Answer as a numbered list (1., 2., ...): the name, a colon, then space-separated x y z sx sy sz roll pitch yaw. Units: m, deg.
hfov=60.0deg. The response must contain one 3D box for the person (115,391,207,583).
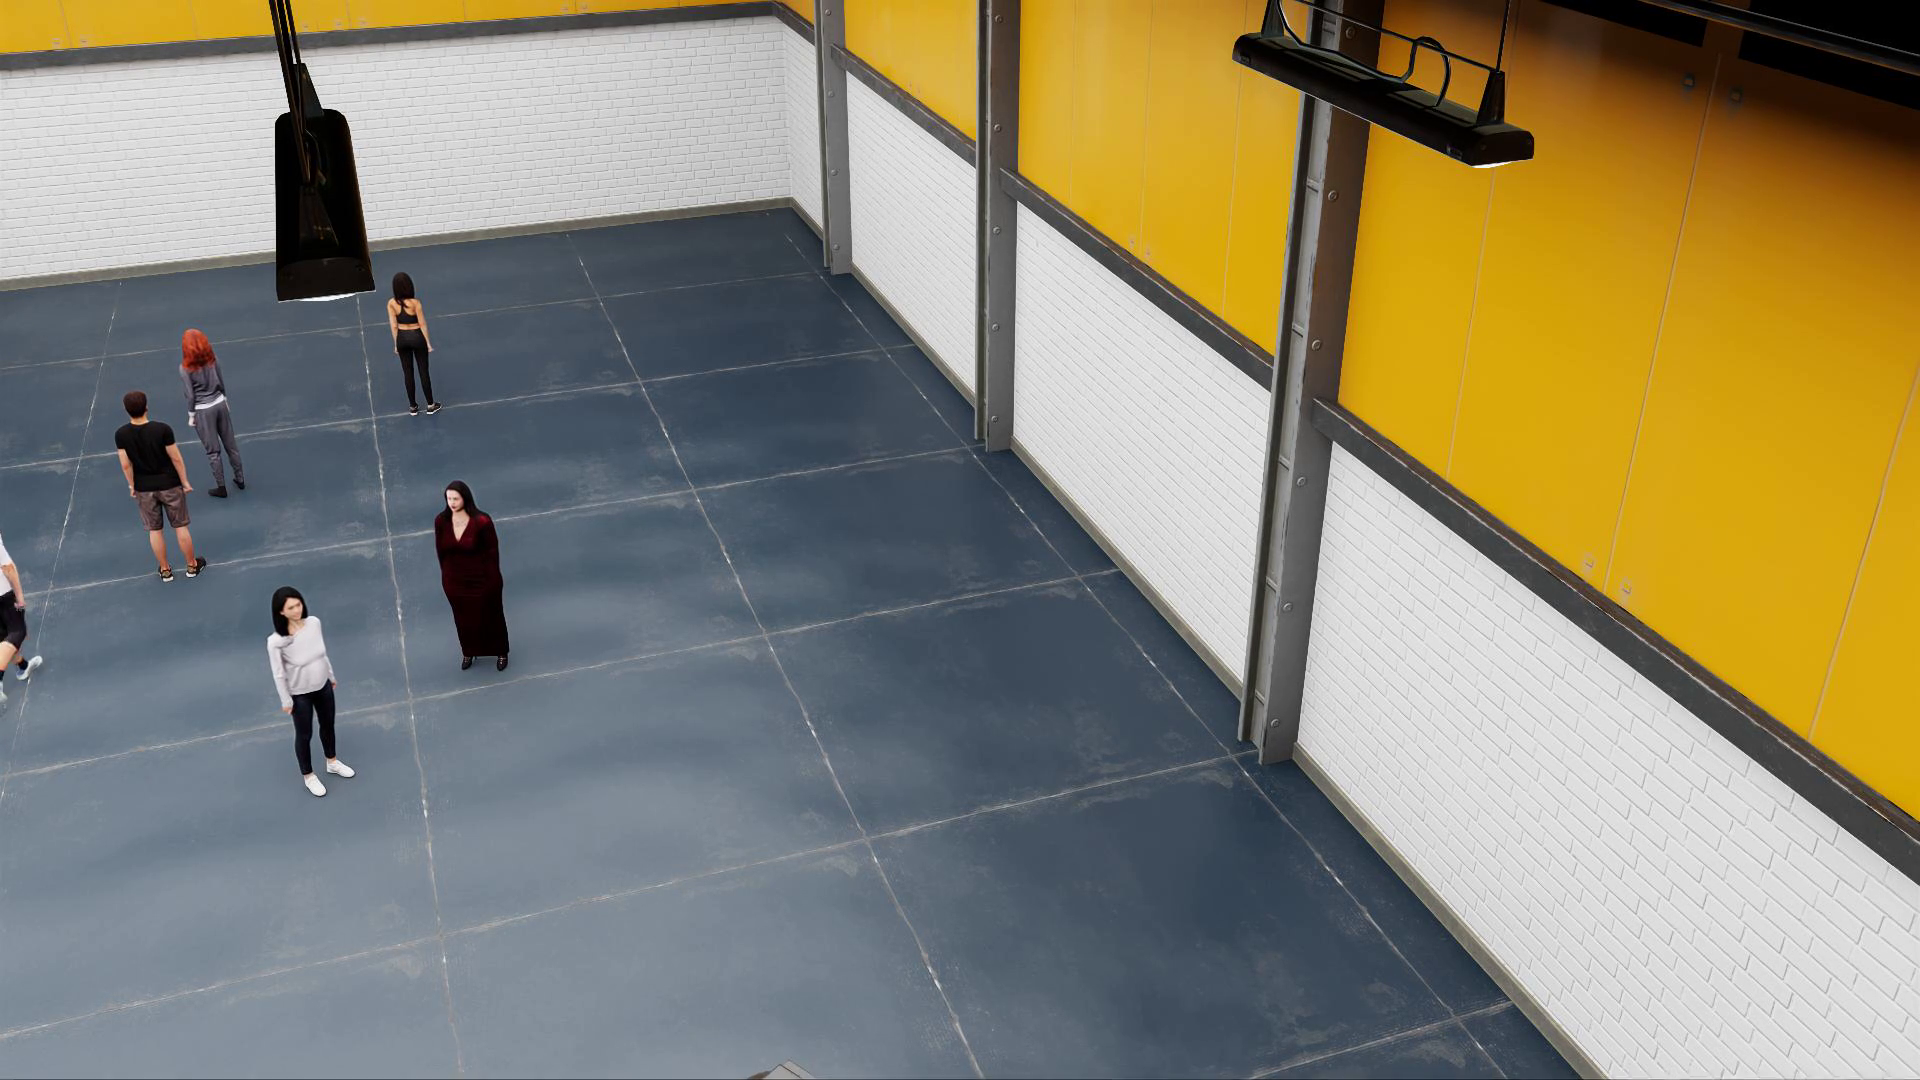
1. person: -7.302 -0.495 15.113 0.666 1.861 0.575 -9 30 -16

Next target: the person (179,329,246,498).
1. person: -7.501 -1.280 16.638 0.680 1.779 0.655 18 34 30

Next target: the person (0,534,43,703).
1. person: -7.862 0.445 13.418 0.944 1.834 1.151 2 29 4

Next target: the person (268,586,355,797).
1. person: -4.853 1.092 12.371 0.754 1.700 0.712 16 32 26

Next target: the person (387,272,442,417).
1. person: -6.080 -2.177 18.424 0.617 1.643 0.584 -1 29 -2

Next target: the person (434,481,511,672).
1. person: -4.039 0.296 13.772 0.759 1.757 0.755 2 29 3
